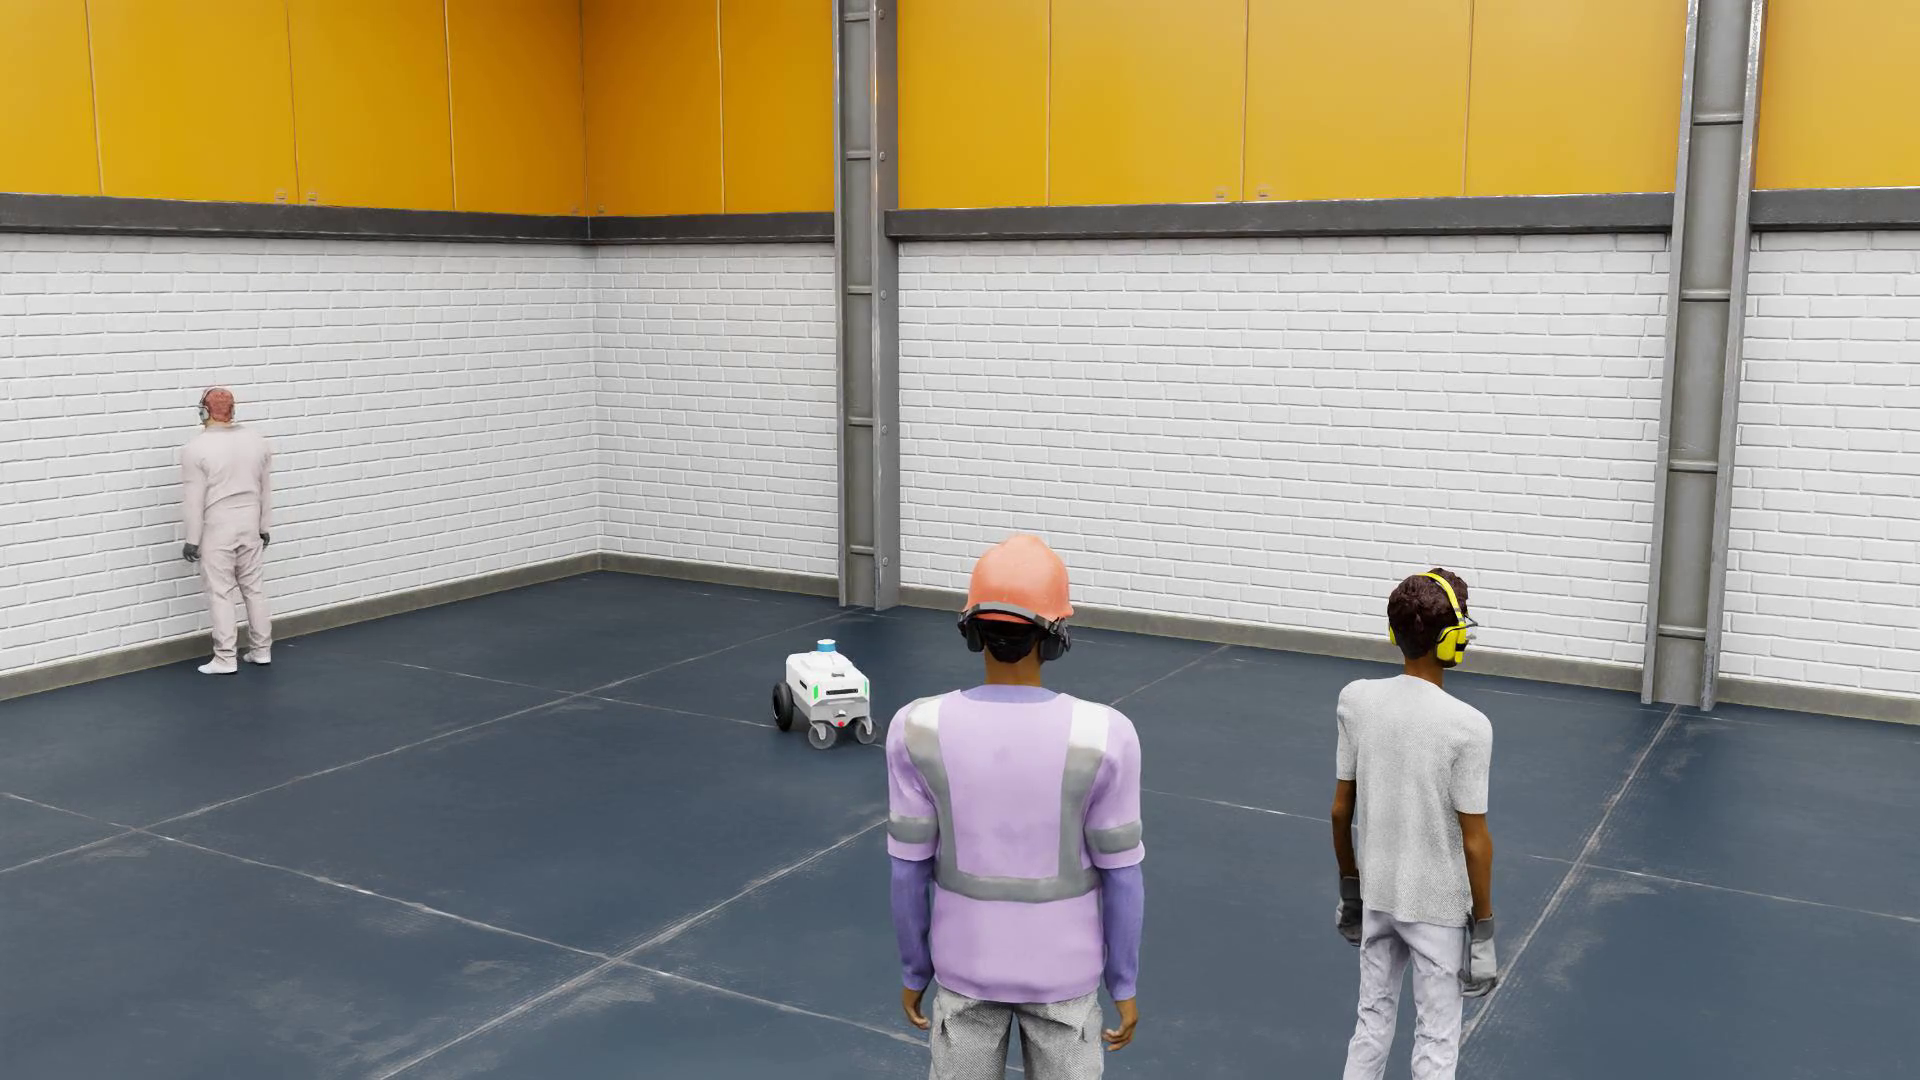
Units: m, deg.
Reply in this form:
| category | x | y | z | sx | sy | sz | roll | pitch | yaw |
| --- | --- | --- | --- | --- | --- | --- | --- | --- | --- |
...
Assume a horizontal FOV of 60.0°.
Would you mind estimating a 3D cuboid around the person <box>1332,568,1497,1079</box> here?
| category | x | y | z | sx | sy | sz | roll | pitch | yaw |
| --- | --- | --- | --- | --- | --- | --- | --- | --- | --- |
| person | 1.236 | 1.001 | 4.505 | 0.329 | 1.873 | 0.514 | -7 | 12 | -38 |

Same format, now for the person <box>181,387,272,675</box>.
| category | x | y | z | sx | sy | sz | roll | pitch | yaw |
| --- | --- | --- | --- | --- | --- | --- | --- | --- | --- |
| person | -4.873 | -0.063 | 11.034 | 0.403 | 1.906 | 0.651 | 5 | 10 | 28 |

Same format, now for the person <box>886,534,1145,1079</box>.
| category | x | y | z | sx | sy | sz | roll | pitch | yaw |
| --- | --- | --- | --- | --- | --- | --- | --- | --- | --- |
| person | 0.133 | 1.001 | 3.963 | 0.607 | 2.044 | 0.372 | 2 | 9 | 10 |

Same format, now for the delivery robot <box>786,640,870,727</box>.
| category | x | y | z | sx | sy | sz | roll | pitch | yaw |
| --- | --- | --- | --- | --- | --- | --- | --- | --- | --- |
| delivery robot | -0.758 | 0.813 | 9.480 | 0.477 | 0.478 | 0.707 | -3 | 10 | -18 |
